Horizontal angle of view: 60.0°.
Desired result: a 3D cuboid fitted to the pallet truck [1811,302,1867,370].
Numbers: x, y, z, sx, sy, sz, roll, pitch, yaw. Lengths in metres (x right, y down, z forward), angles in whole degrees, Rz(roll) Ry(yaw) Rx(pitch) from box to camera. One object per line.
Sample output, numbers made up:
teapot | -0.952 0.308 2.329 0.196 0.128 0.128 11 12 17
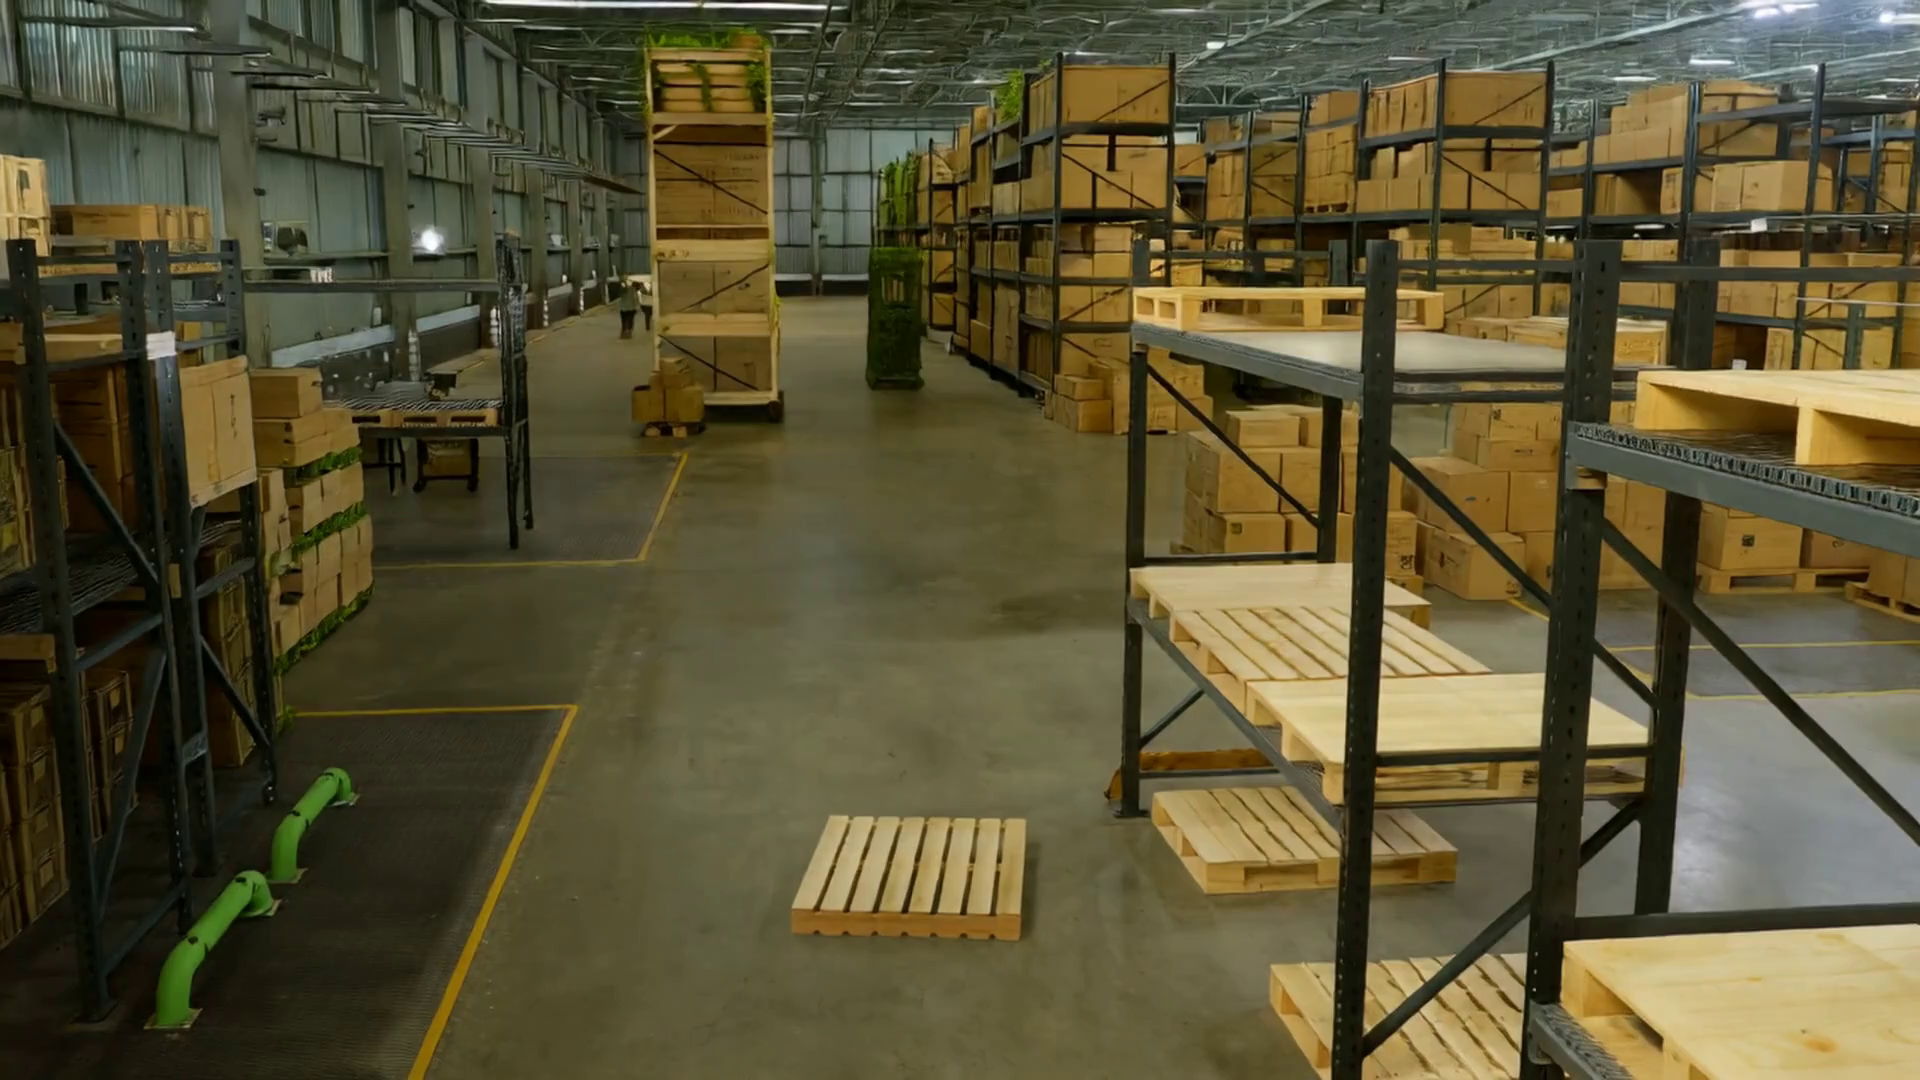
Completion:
pallet truck | 15.846 -3.142 28.793 1.885 1.965 0.823 2 10 12

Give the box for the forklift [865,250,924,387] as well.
forklift | -1.405 -4.671 34.818 1.129 2.768 1.873 -1 10 -6

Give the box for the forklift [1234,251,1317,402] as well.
forklift | 6.027 -4.067 31.471 1.129 2.768 1.873 -1 10 -6

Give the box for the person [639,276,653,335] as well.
person | -10.025 -7.529 53.443 0.588 1.880 0.922 -5 11 -24

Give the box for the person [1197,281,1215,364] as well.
person | 5.966 -5.363 41.027 0.627 2.023 0.586 -1 10 -5

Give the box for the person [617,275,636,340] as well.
person | -10.181 -7.084 50.734 0.654 1.960 0.559 -10 14 -44
